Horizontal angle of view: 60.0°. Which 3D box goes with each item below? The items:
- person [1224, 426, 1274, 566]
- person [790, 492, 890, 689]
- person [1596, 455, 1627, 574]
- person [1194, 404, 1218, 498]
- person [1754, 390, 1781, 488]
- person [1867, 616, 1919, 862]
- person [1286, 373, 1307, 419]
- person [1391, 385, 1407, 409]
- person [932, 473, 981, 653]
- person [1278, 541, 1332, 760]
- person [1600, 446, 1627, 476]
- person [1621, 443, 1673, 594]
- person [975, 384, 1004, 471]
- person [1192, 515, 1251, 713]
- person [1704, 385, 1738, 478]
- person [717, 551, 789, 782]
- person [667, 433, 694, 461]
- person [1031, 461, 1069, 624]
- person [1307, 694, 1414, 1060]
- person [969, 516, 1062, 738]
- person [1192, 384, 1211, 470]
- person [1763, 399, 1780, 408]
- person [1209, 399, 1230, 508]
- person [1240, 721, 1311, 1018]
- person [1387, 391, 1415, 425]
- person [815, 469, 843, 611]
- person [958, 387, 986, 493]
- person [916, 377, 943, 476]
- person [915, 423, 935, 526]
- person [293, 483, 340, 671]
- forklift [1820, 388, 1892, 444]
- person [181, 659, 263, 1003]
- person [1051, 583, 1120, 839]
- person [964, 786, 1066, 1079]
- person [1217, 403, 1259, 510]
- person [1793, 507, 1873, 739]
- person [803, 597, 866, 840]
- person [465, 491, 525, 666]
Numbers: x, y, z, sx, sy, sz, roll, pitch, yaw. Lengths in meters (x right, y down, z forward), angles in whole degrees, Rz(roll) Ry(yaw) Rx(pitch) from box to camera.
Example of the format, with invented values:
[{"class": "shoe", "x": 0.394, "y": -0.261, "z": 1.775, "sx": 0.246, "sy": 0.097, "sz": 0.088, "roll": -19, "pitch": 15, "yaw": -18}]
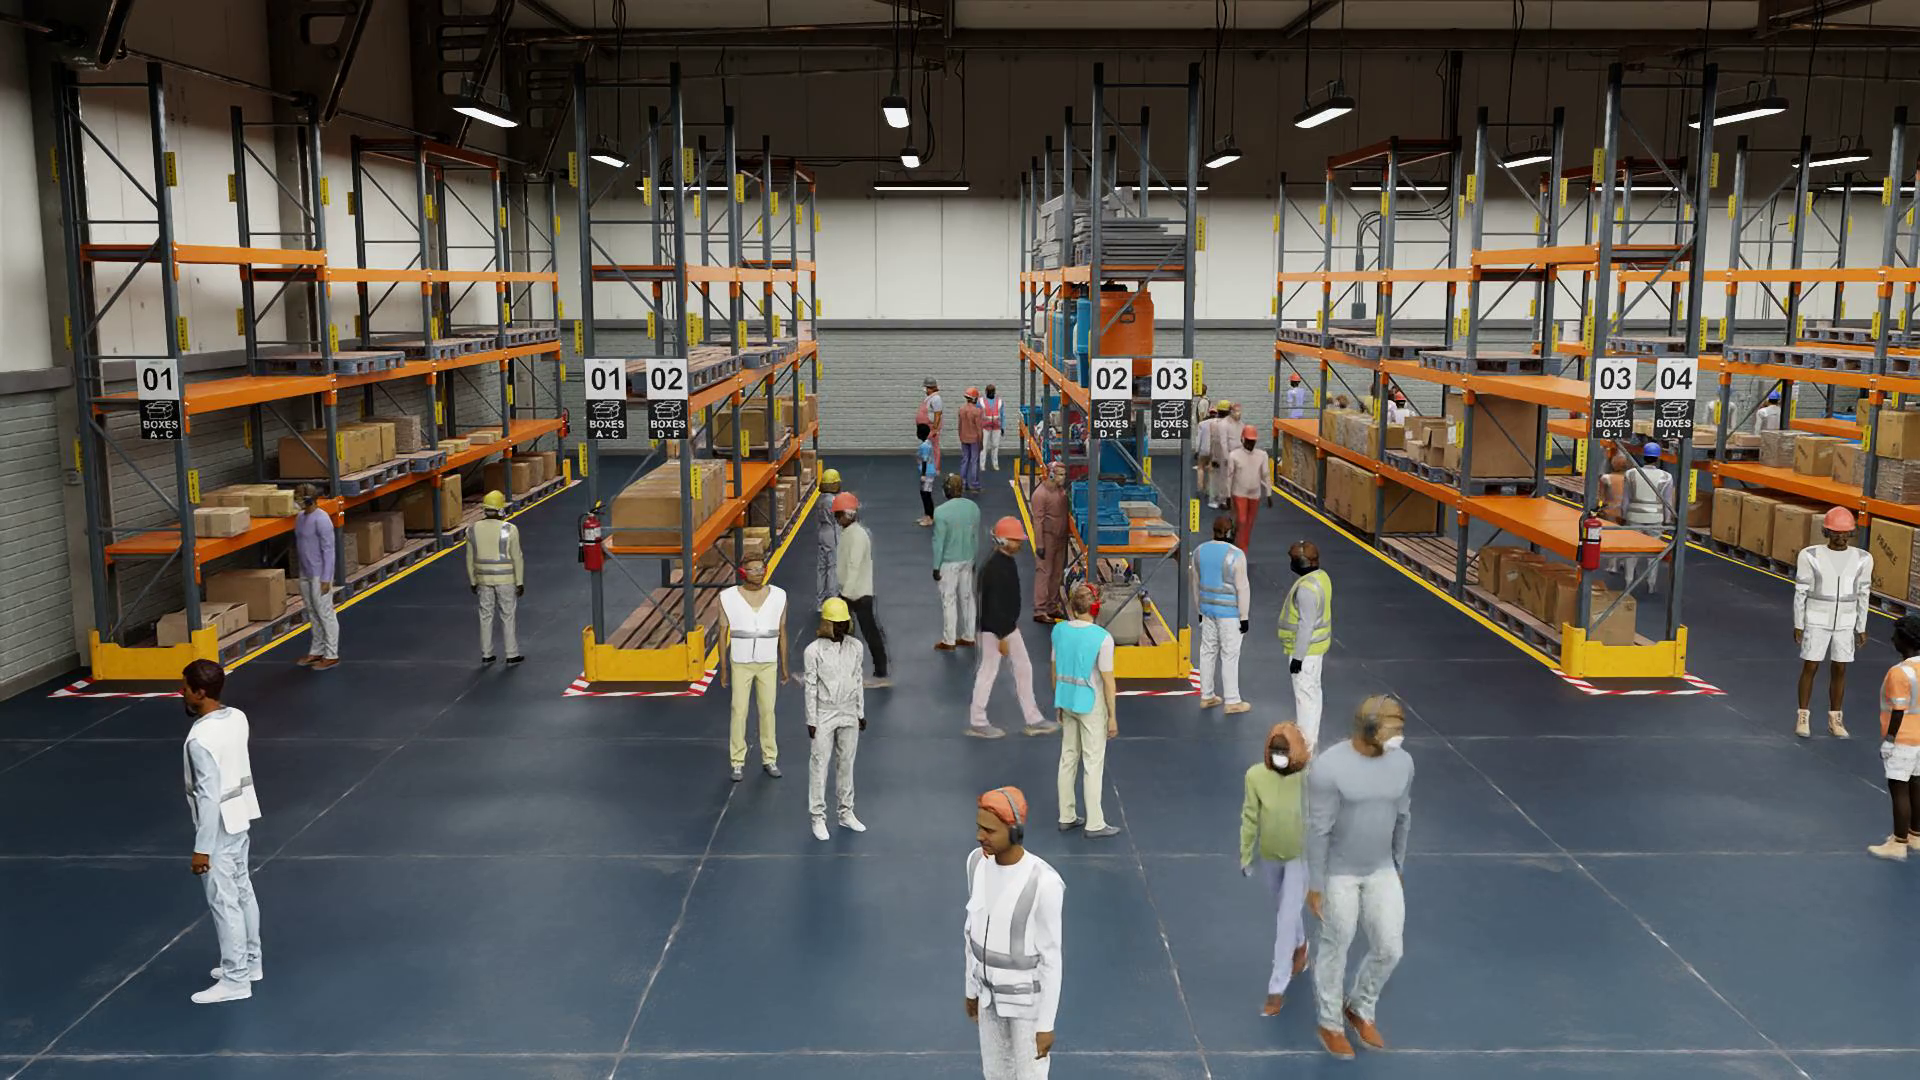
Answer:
[{"class": "person", "x": 4.086, "y": -0.615, "z": 23.340, "sx": 0.625, "sy": 1.952, "sz": 0.924, "roll": -2, "pitch": 9, "yaw": -12}, {"class": "person", "x": -1.147, "y": 0.514, "z": 16.136, "sx": 1.028, "sy": 1.940, "sz": 0.624, "roll": -4, "pitch": 10, "yaw": -26}, {"class": "person", "x": 8.953, "y": -0.345, "z": 22.720, "sx": 0.512, "sy": 1.622, "sz": 0.385, "roll": 0, "pitch": 9, "yaw": 2}, {"class": "person", "x": 4.606, "y": -1.644, "z": 30.742, "sx": 0.579, "sy": 1.714, "sz": 0.653, "roll": 0, "pitch": 9, "yaw": -2}, {"class": "person", "x": 15.294, "y": -1.858, "z": 31.392, "sx": 0.617, "sy": 1.946, "sz": 0.396, "roll": 1, "pitch": 9, "yaw": 7}, {"class": "person", "x": 6.521, "y": 1.362, "z": 11.483, "sx": 0.540, "sy": 1.695, "sz": 0.317, "roll": -7, "pitch": 11, "yaw": -37}, {"class": "person", "x": 7.534, "y": -2.793, "z": 37.432, "sx": 0.545, "sy": 1.942, "sz": 0.347, "roll": -7, "pitch": 11, "yaw": -36}, {"class": "person", "x": 8.981, "y": -2.272, "z": 34.356, "sx": 0.510, "sy": 1.862, "sz": 0.326, "roll": 9, "pitch": 12, "yaw": 44}, {"class": "person", "x": -0.046, "y": 0.245, "z": 17.932, "sx": 0.629, "sy": 1.932, "sz": 0.365, "roll": -8, "pitch": 12, "yaw": -42}, {"class": "person", "x": 2.872, "y": 0.917, "z": 13.903, "sx": 0.429, "sy": 1.839, "sz": 0.621, "roll": 4, "pitch": 10, "yaw": 22}, {"class": "person", "x": 12.939, "y": -1.991, "z": 32.818, "sx": 0.609, "sy": 1.783, "sz": 0.871, "roll": -1, "pitch": 9, "yaw": -4}, {"class": "person", "x": 8.767, "y": -0.274, "z": 21.251, "sx": 0.613, "sy": 1.942, "sz": 0.406, "roll": 4, "pitch": 10, "yaw": 26}, {"class": "person", "x": 0.635, "y": -2.358, "z": 34.956, "sx": 0.633, "sy": 1.839, "sz": 0.429, "roll": -2, "pitch": 9, "yaw": -14}, {"class": "person", "x": 2.445, "y": 0.680, "z": 15.425, "sx": 0.429, "sy": 1.840, "sz": 0.624, "roll": -8, "pitch": 12, "yaw": -41}, {"class": "person", "x": 15.416, "y": -2.201, "z": 33.756, "sx": 0.617, "sy": 1.901, "sz": 0.877, "roll": 4, "pitch": 10, "yaw": 25}, {"class": "person", "x": -1.657, "y": 0.998, "z": 13.334, "sx": 0.570, "sy": 1.849, "sz": 0.380, "roll": -3, "pitch": 9, "yaw": -19}, {"class": "person", "x": -4.586, "y": -1.165, "z": 26.969, "sx": 0.552, "sy": 1.935, "sz": 0.373, "roll": 1, "pitch": 9, "yaw": 3}, {"class": "person", "x": 1.090, "y": 0.023, "z": 19.473, "sx": 0.400, "sy": 1.900, "sz": 0.647, "roll": 6, "pitch": 11, "yaw": 34}, {"class": "person", "x": 2.040, "y": 1.724, "z": 8.496, "sx": 0.674, "sy": 1.912, "sz": 0.469, "roll": -2, "pitch": 9, "yaw": -15}, {"class": "person", "x": 0.484, "y": 0.775, "z": 14.411, "sx": 0.911, "sy": 1.955, "sz": 0.665, "roll": 3, "pitch": 9, "yaw": 18}, {"class": "person", "x": 5.133, "y": -2.390, "z": 35.180, "sx": 0.348, "sy": 1.839, "sz": 0.503, "roll": 3, "pitch": 9, "yaw": 20}, {"class": "person", "x": 16.329, "y": -2.087, "z": 33.576, "sx": 0.321, "sy": 1.731, "sz": 0.490, "roll": 0, "pitch": 9, "yaw": -1}, {"class": "person", "x": 4.599, "y": -1.524, "z": 29.323, "sx": 0.373, "sy": 1.924, "sz": 0.605, "roll": 5, "pitch": 10, "yaw": 28}, {"class": "person", "x": 1.846, "y": 1.755, "z": 9.302, "sx": 0.507, "sy": 1.590, "sz": 0.855, "roll": 5, "pitch": 10, "yaw": 31}, {"class": "person", "x": 8.248, "y": -1.821, "z": 31.227, "sx": 0.543, "sy": 1.929, "sz": 0.387, "roll": 1, "pitch": 9, "yaw": 3}, {"class": "person", "x": -1.542, "y": 0.017, "z": 19.996, "sx": 0.300, "sy": 1.742, "sz": 0.489, "roll": -7, "pitch": 11, "yaw": -37}, {"class": "person", "x": 0.222, "y": -1.876, "z": 31.358, "sx": 0.375, "sy": 1.995, "sz": 0.611, "roll": -9, "pitch": 12, "yaw": -44}, {"class": "person", "x": -0.631, "y": -2.332, "z": 34.148, "sx": 0.536, "sy": 2.000, "sz": 0.688, "roll": -2, "pitch": 9, "yaw": -13}, {"class": "person", "x": -0.569, "y": -1.067, "z": 27.142, "sx": 0.334, "sy": 1.686, "sz": 0.535, "roll": 0, "pitch": 9, "yaw": -2}, {"class": "person", "x": -6.628, "y": 0.370, "z": 17.106, "sx": 0.628, "sy": 1.934, "sz": 0.375, "roll": 9, "pitch": 12, "yaw": 44}, {"class": "forklift", "x": 20.072, "y": -3.110, "z": 36.462, "sx": 1.873, "sy": 2.768, "sz": 1.129, "roll": 0, "pitch": 9, "yaw": 0}, {"class": "person", "x": -4.098, "y": 1.600, "z": 9.241, "sx": 0.375, "sy": 1.917, "sz": 0.597, "roll": -1, "pitch": 9, "yaw": -5}, {"class": "person", "x": 0.886, "y": 1.220, "z": 11.916, "sx": 0.383, "sy": 1.845, "sz": 0.570, "roll": -9, "pitch": 12, "yaw": -44}, {"class": "person", "x": 0.216, "y": 1.957, "z": 7.085, "sx": 0.347, "sy": 1.879, "sz": 0.576, "roll": -7, "pitch": 11, "yaw": -39}, {"class": "person", "x": 4.806, "y": -1.433, "z": 28.890, "sx": 0.663, "sy": 1.874, "sz": 0.785, "roll": -7, "pitch": 11, "yaw": -37}, {"class": "person", "x": 7.595, "y": 0.722, "z": 14.496, "sx": 0.607, "sy": 2.044, "sz": 0.375, "roll": 2, "pitch": 9, "yaw": 12}, {"class": "person", "x": -0.885, "y": 1.267, "z": 11.945, "sx": 0.492, "sy": 1.743, "sz": 0.295, "roll": -6, "pitch": 11, "yaw": -35}, {"class": "person", "x": -4.797, "y": 0.400, "z": 17.239, "sx": 0.603, "sy": 1.830, "sz": 0.404, "roll": 1, "pitch": 9, "yaw": 8}]
